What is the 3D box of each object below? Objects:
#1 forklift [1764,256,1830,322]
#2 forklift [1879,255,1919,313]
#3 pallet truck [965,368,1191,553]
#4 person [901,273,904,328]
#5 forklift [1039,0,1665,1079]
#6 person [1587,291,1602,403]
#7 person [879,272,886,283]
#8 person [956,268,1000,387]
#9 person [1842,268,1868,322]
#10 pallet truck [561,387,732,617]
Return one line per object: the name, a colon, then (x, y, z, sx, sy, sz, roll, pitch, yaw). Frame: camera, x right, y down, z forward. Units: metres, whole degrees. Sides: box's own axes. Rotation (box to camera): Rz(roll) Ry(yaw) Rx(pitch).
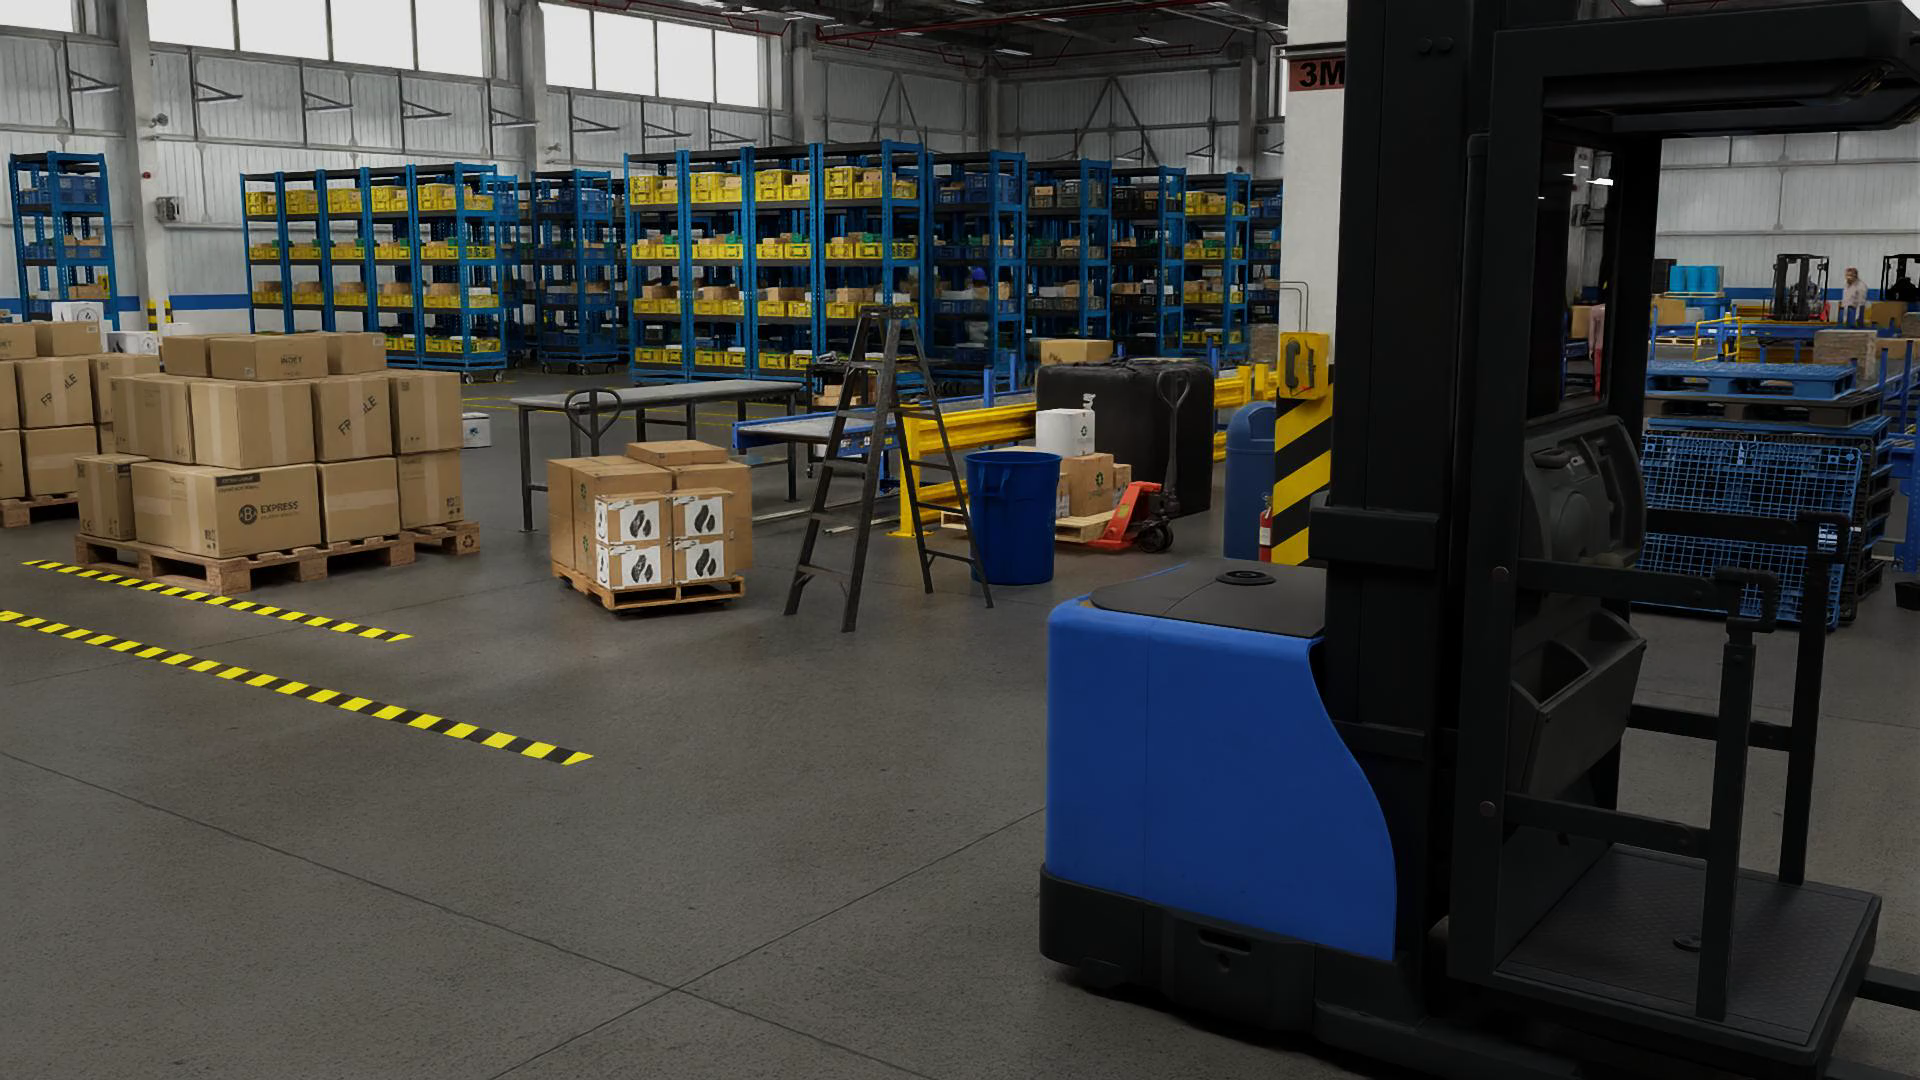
forklift: (20.253, -5.854, 40.139, 1.157, 1.987, 2.680, 7, 12, 35)
forklift: (22.089, -5.634, 38.796, 1.157, 1.987, 2.680, 6, 11, 33)
pallet truck: (0.845, -0.609, 11.869, 1.630, 1.274, 0.653, 7, 12, 35)
person: (-1.336, -4.991, 36.475, 0.580, 1.803, 0.687, 7, 12, 34)
forklift: (1.249, -0.137, 4.360, 1.873, 2.768, 1.129, 7, 12, 35)
person: (9.107, -2.781, 23.422, 0.533, 1.767, 0.324, 4, 11, 25)
person: (-1.483, -4.797, 35.311, 0.600, 1.803, 0.586, 4, 10, 21)
person: (0.229, -3.420, 26.809, 0.954, 1.912, 0.615, 6, 11, 31)
person: (17.451, -4.371, 32.547, 0.407, 1.887, 0.665, 0, 10, 0)
pallet truck: (-1.981, -0.274, 10.088, 0.680, 1.201, 1.601, -5, 11, -28)
